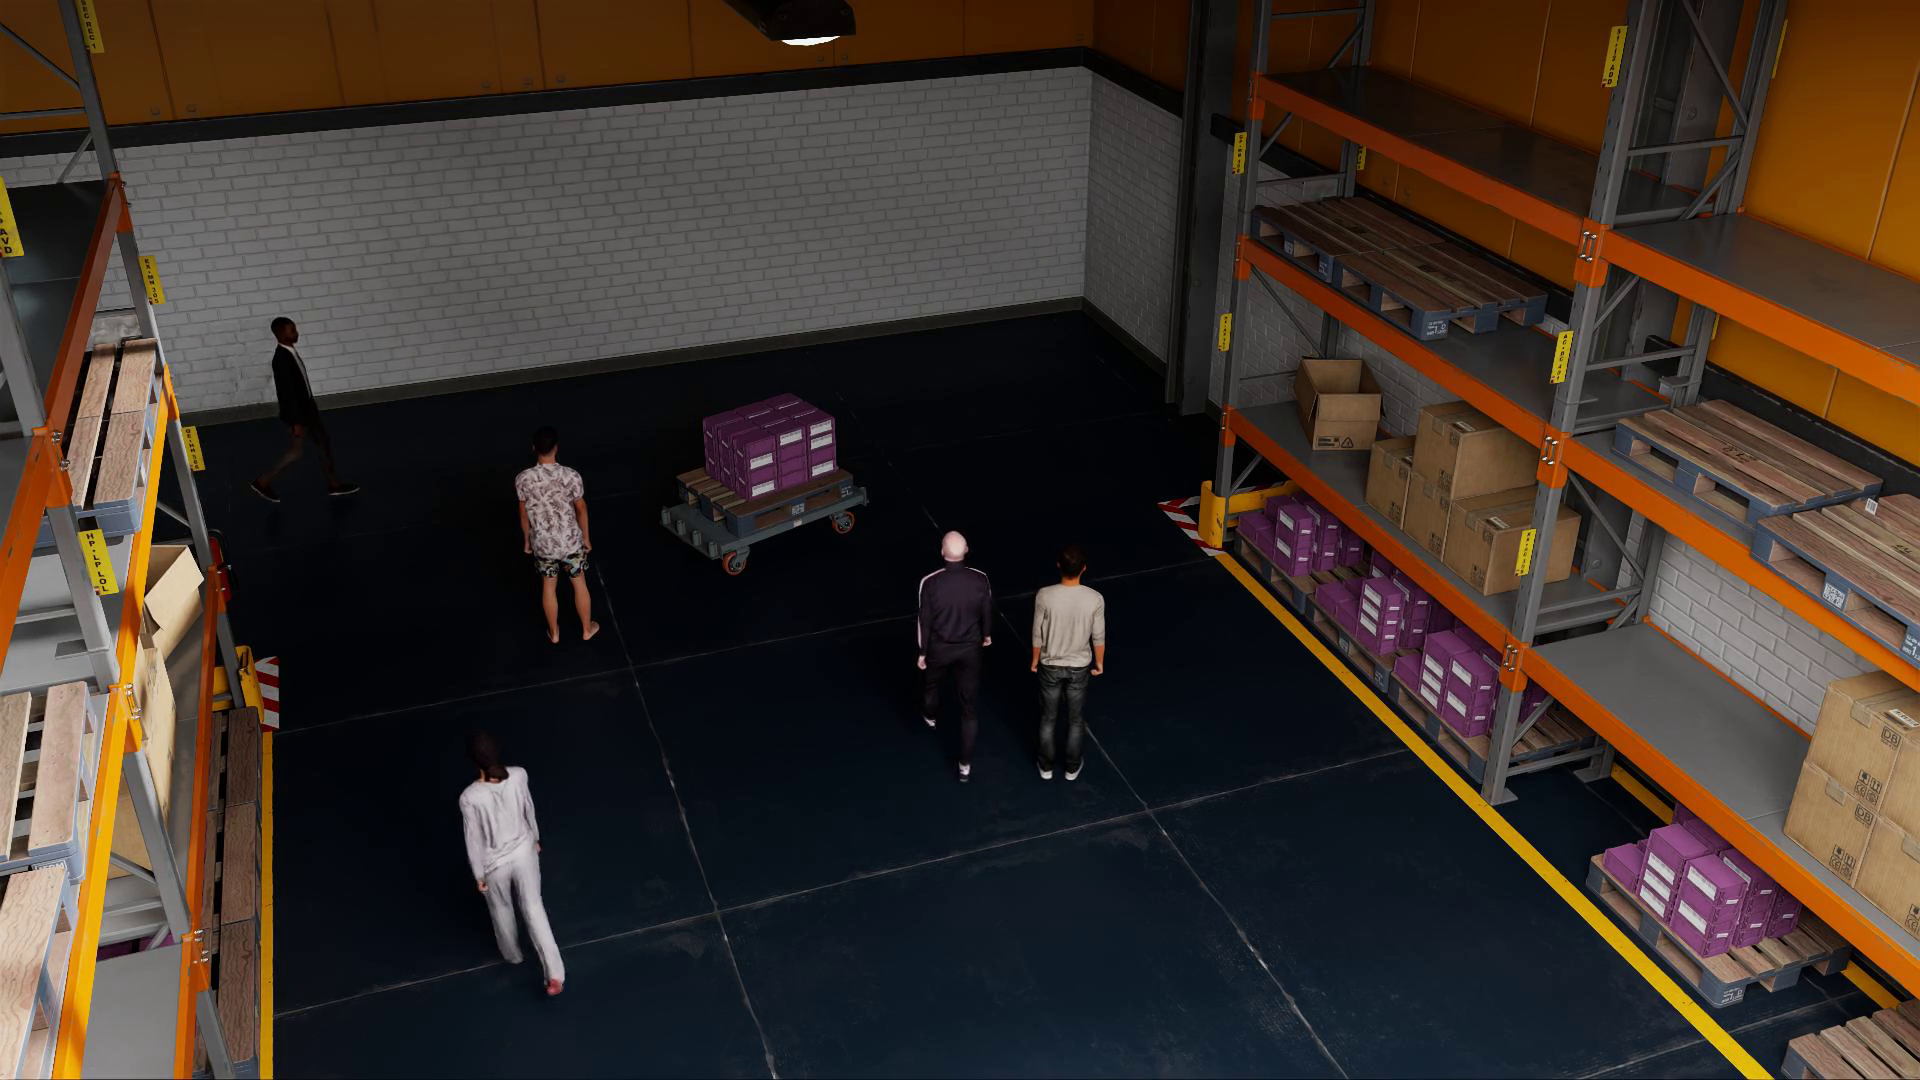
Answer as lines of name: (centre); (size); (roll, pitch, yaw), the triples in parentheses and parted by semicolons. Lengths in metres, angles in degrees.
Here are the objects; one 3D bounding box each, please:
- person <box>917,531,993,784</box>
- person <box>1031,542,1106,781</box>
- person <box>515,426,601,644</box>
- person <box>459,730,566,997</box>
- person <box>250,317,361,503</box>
person: (-0.023, 0.840, 11.336); (0.850, 1.797, 1.175); (-5, 29, -9)
person: (0.717, 0.847, 11.312); (0.721, 1.807, 0.681); (1, 29, 2)
person: (-3.133, -0.031, 12.914); (0.722, 1.815, 0.635); (-3, 29, -6)
person: (-2.551, 1.864, 9.506); (0.762, 1.752, 1.061); (-19, 34, -31)
person: (-6.058, -1.125, 14.968); (0.842, 1.768, 1.121); (-5, 29, -10)
